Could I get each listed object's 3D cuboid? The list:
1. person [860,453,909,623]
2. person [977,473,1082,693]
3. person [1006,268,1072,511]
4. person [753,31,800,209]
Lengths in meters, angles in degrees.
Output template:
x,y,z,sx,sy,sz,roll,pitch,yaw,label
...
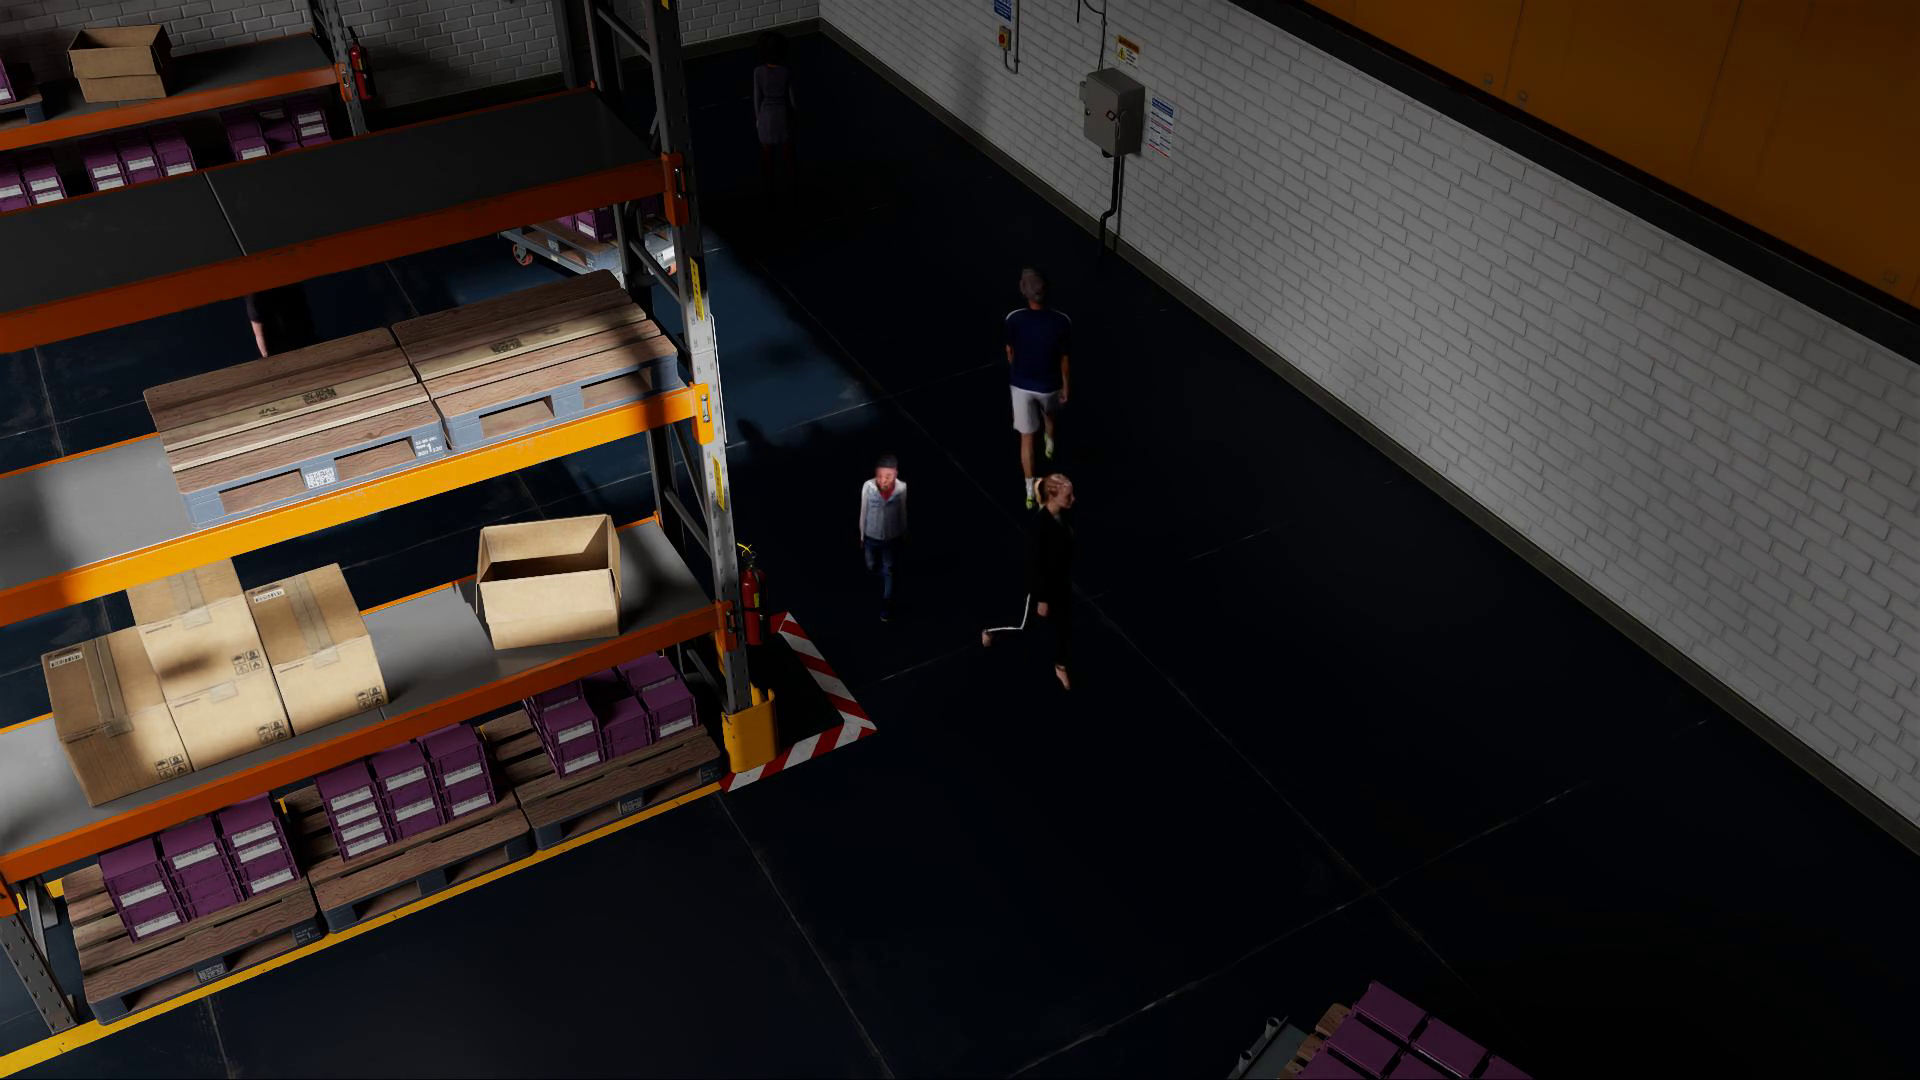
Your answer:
x,y,z,sx,sy,sz,roll,pitch,yaw,label
-0.505,-0.091,11.295,0.772,1.251,0.803,6,39,7,person
0.474,0.260,10.511,0.926,1.680,1.047,24,44,27,person
0.543,-1.067,12.094,1.213,1.778,1.081,1,39,1,person
-1.742,-3.975,15.792,0.568,1.707,0.696,-5,39,-6,person
